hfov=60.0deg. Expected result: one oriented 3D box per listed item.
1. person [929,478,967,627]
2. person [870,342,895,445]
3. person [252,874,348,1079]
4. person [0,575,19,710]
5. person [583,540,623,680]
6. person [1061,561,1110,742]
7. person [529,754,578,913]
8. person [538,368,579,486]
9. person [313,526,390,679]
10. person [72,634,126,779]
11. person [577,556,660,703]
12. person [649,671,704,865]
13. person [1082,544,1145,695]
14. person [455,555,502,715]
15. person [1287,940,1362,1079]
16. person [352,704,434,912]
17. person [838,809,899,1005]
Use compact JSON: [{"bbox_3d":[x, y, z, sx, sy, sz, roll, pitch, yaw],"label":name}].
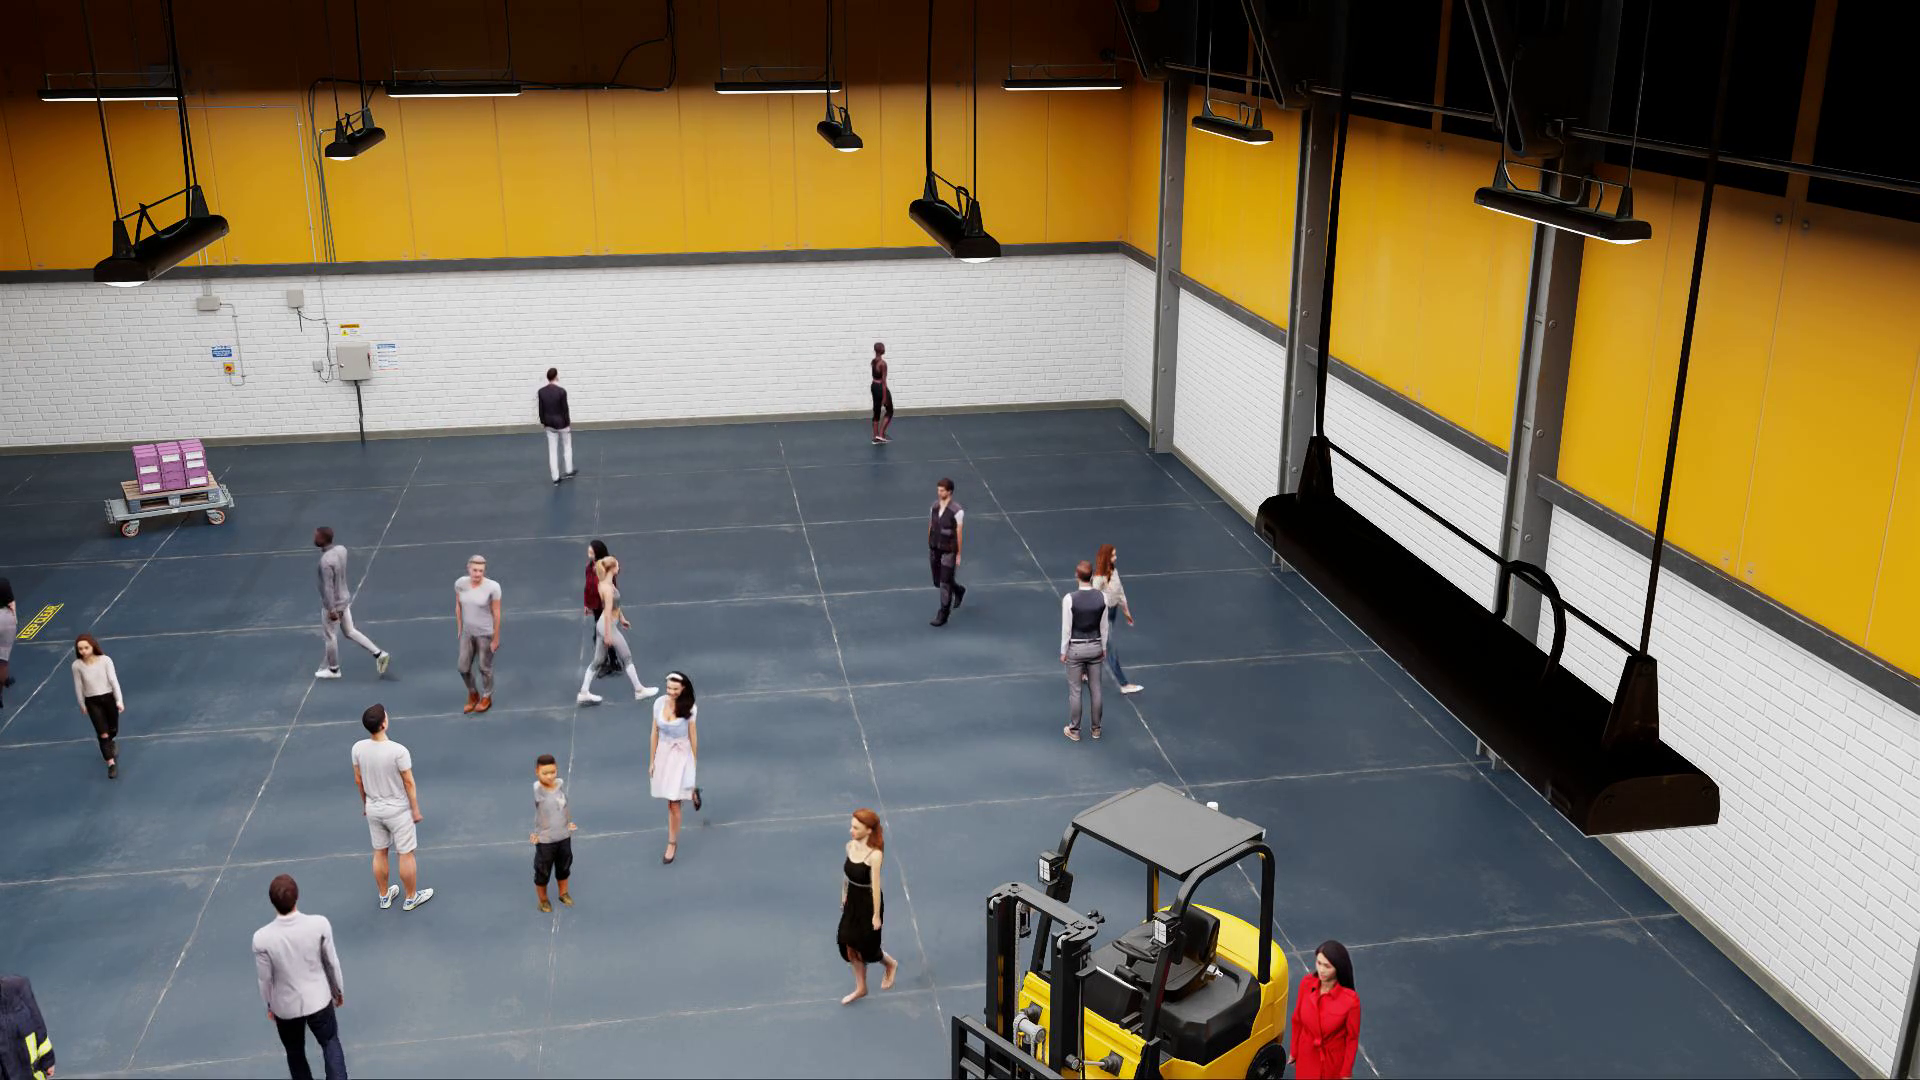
[{"bbox_3d":[-0.116,0.118,20.356,1.031,1.831,1.062,15,23,37],"label":"person"},{"bbox_3d":[-1.442,-2.470,28.169,0.774,1.750,0.684,-14,23,-36],"label":"person"},{"bbox_3d":[-4.459,3.169,11.293,0.859,1.833,1.045,-9,20,-24],"label":"person"},{"bbox_3d":[-10.417,1.015,17.892,0.641,1.704,1.125,-4,19,-11],"label":"person"},{"bbox_3d":[-3.955,0.753,18.772,0.727,1.639,0.795,16,24,38],"label":"person"},{"bbox_3d":[1.290,1.129,17.178,0.648,1.944,0.545,-3,19,-10],"label":"person"},{"bbox_3d":[-3.463,2.429,14.086,0.650,1.454,0.644,-14,23,-36],"label":"person"},{"bbox_3d":[-6.333,-1.753,25.915,0.844,1.828,0.980,3,19,8],"label":"person"},{"bbox_3d":[-6.877,0.723,18.597,0.908,1.808,1.103,1,19,4],"label":"person"},{"bbox_3d":[-8.547,1.595,16.556,0.766,1.457,1.052,-11,21,-29],"label":"person"},{"bbox_3d":[-3.881,1.006,17.985,0.825,1.663,1.086,-8,20,-22],"label":"person"},{"bbox_3d":[-2.522,1.975,14.917,0.939,1.783,1.182,6,19,16],"label":"person"},{"bbox_3d":[1.526,0.854,18.391,1.113,1.691,1.077,11,22,30],"label":"person"},{"bbox_3d":[-5.109,0.977,17.855,0.820,1.800,0.797,5,19,14],"label":"person"},{"bbox_3d":[2.352,3.381,10.796,0.729,1.748,0.794,14,23,36],"label":"person"},{"bbox_3d":[-4.815,2.245,14.002,0.760,1.856,0.720,4,19,12],"label":"person"},{"bbox_3d":[-0.667,2.794,12.755,0.838,1.612,0.802,-16,24,-39],"label":"person"}]
